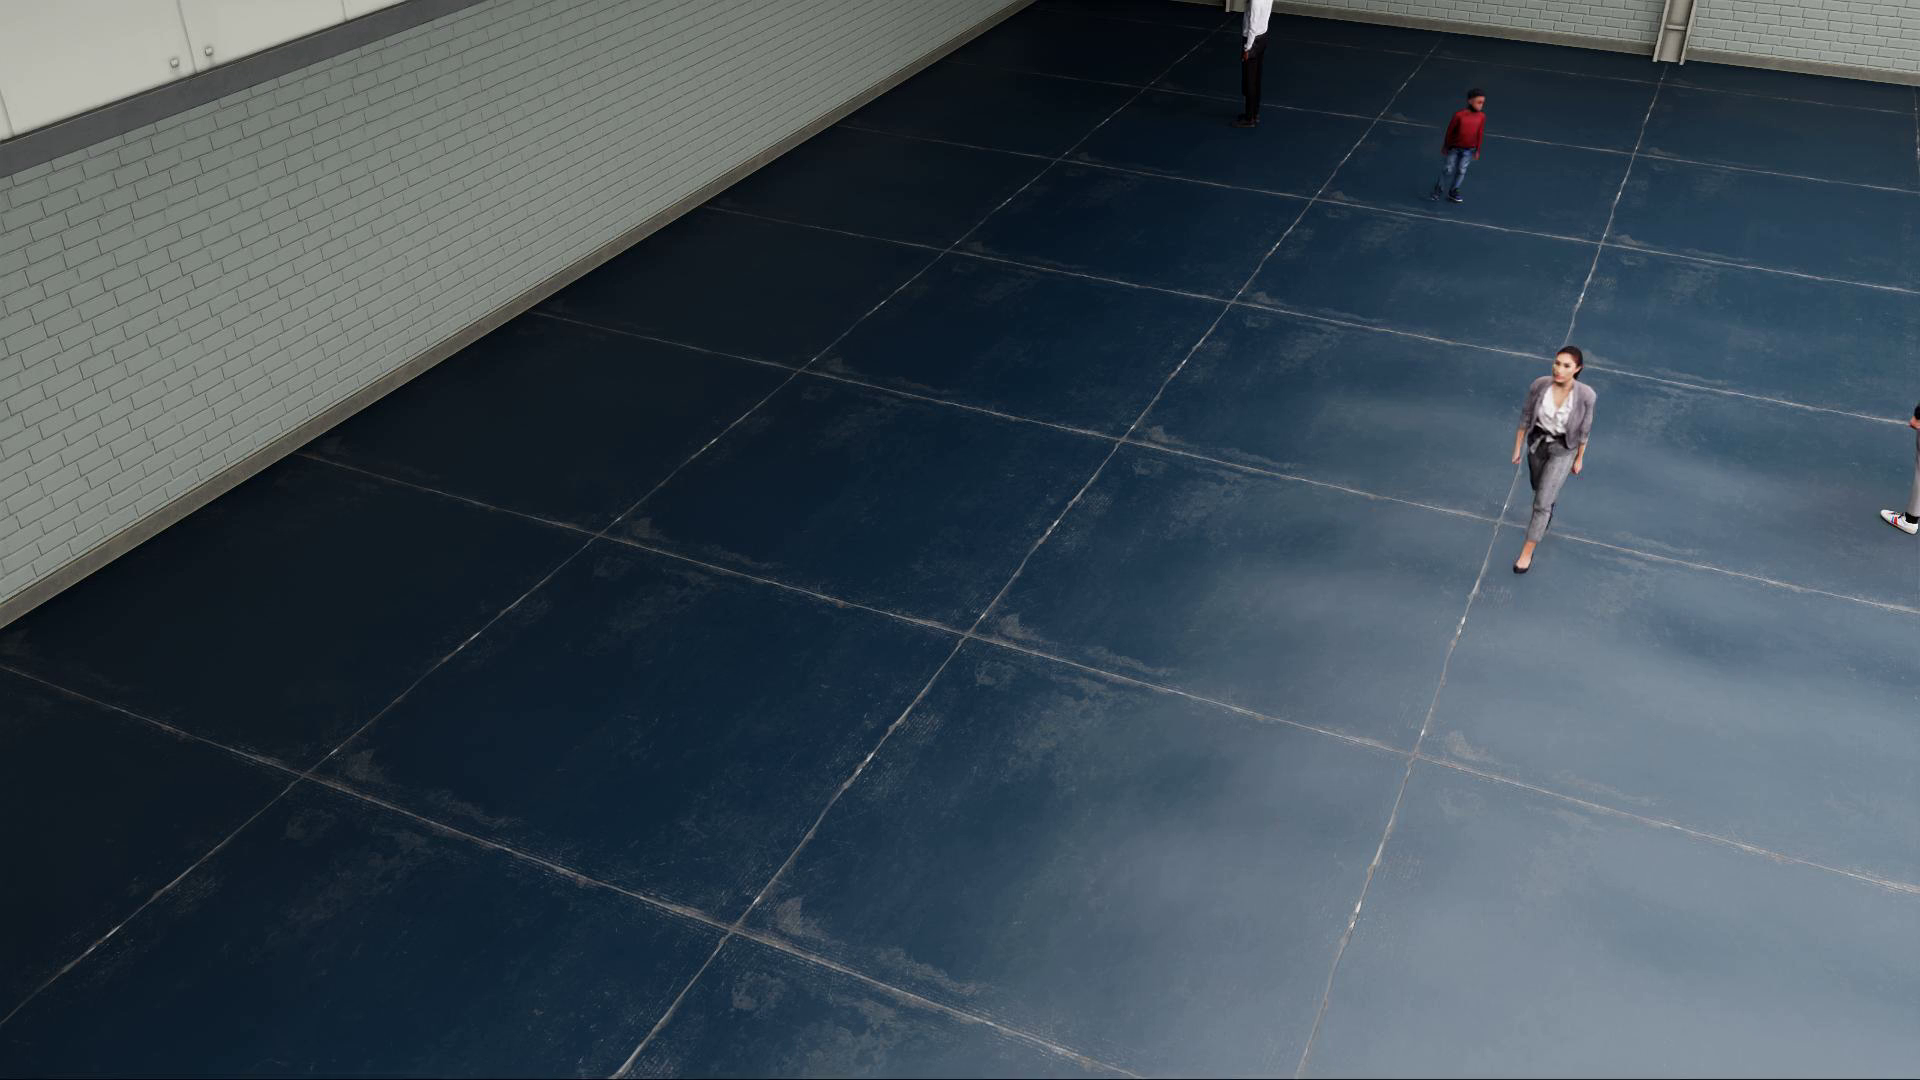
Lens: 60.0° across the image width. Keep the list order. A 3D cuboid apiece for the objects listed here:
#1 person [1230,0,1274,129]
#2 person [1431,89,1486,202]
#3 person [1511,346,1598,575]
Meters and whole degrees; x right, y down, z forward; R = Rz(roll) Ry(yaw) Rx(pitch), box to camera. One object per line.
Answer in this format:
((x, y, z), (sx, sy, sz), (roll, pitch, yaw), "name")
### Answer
((3.500, -5.853, 19.772), (0.536, 1.837, 0.644), (16, 36, 24), "person")
((5.317, -4.214, 17.741), (0.613, 1.231, 0.728), (7, 33, 11), "person")
((4.172, -0.624, 11.667), (1.080, 1.640, 0.832), (23, 39, 32), "person")
